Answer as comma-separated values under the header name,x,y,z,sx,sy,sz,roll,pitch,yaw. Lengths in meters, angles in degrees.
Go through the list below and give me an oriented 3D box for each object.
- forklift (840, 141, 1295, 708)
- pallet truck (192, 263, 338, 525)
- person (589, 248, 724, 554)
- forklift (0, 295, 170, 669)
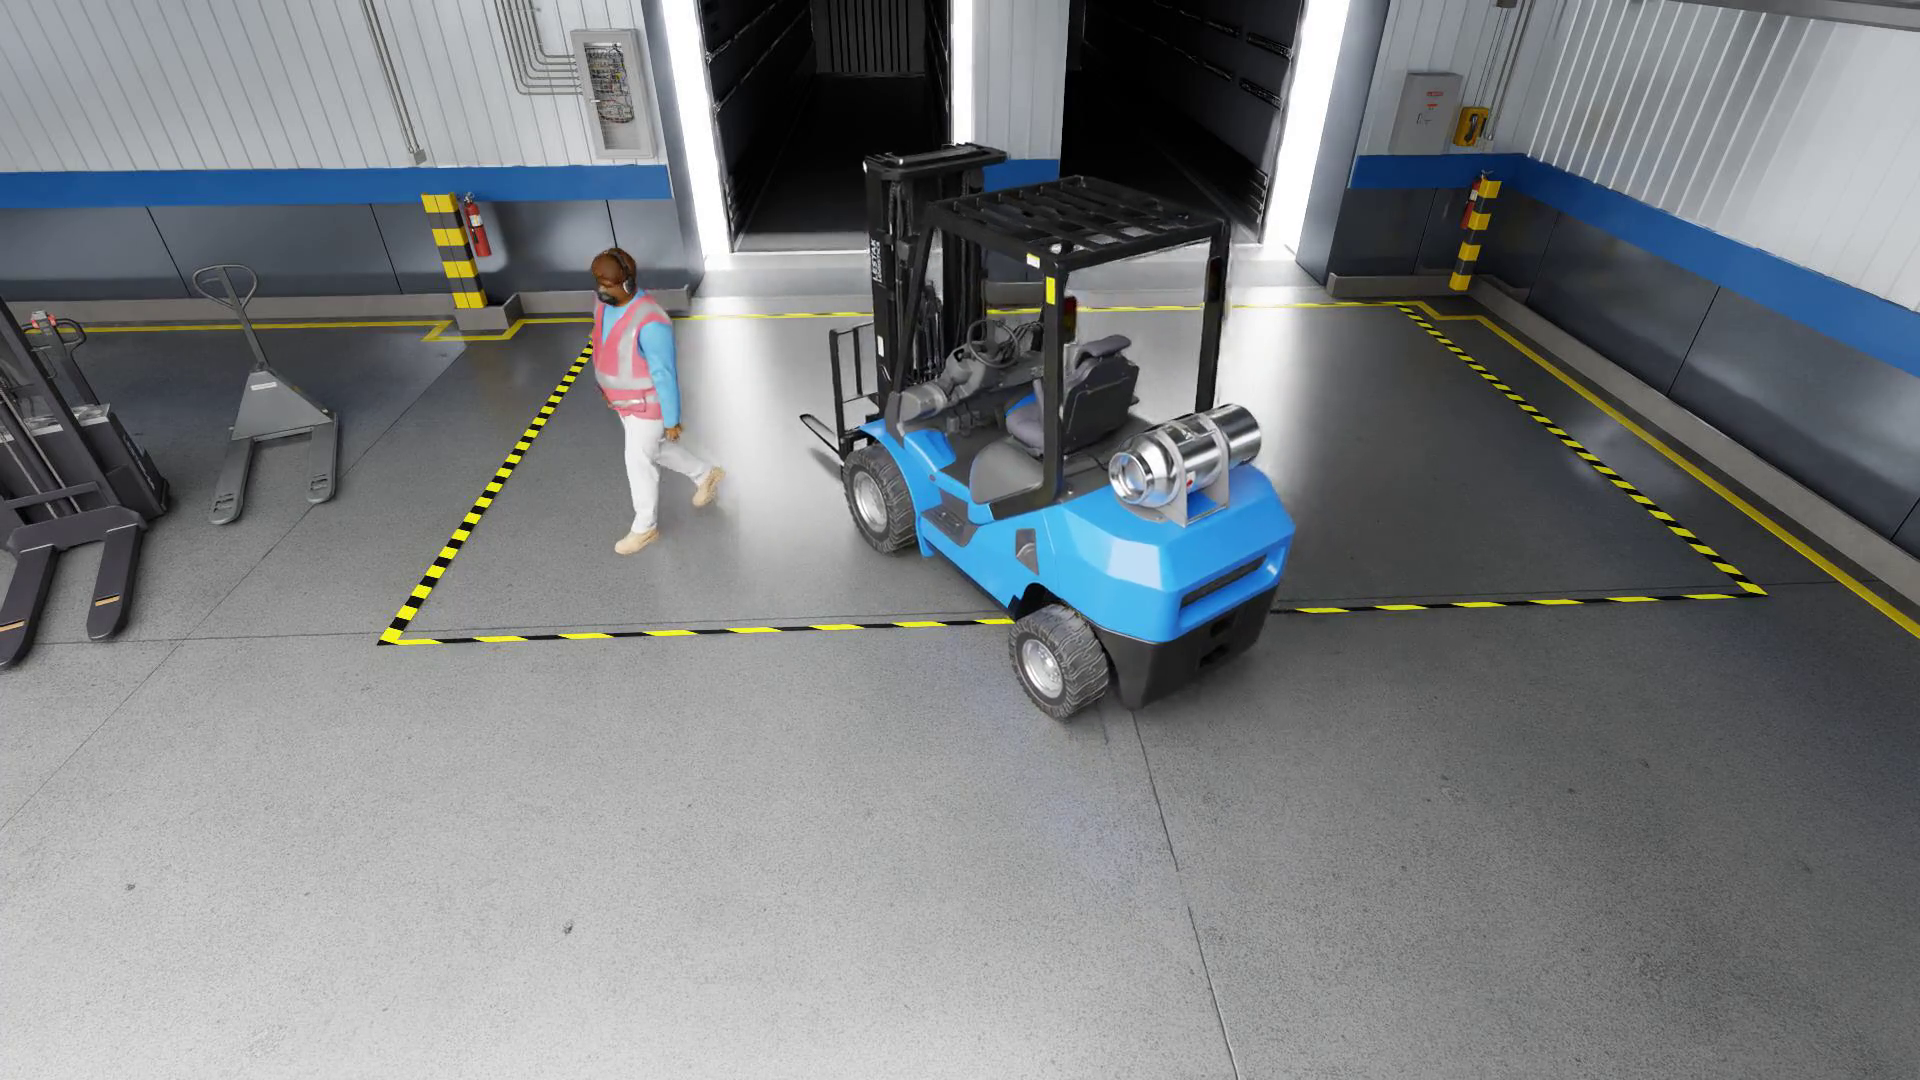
name,x,y,z,sx,sy,sz,roll,pitch,yaw
forklift,0.444,-0.743,4.747,1.157,2.036,2.680,-22,40,-28
pallet truck,-4.778,-1.027,6.128,0.680,1.201,1.601,-17,38,-23
person,-1.809,-0.817,5.336,0.830,1.806,0.649,-25,42,-31
forklift,-5.212,-0.618,4.878,0.823,1.965,1.885,-20,39,-26
